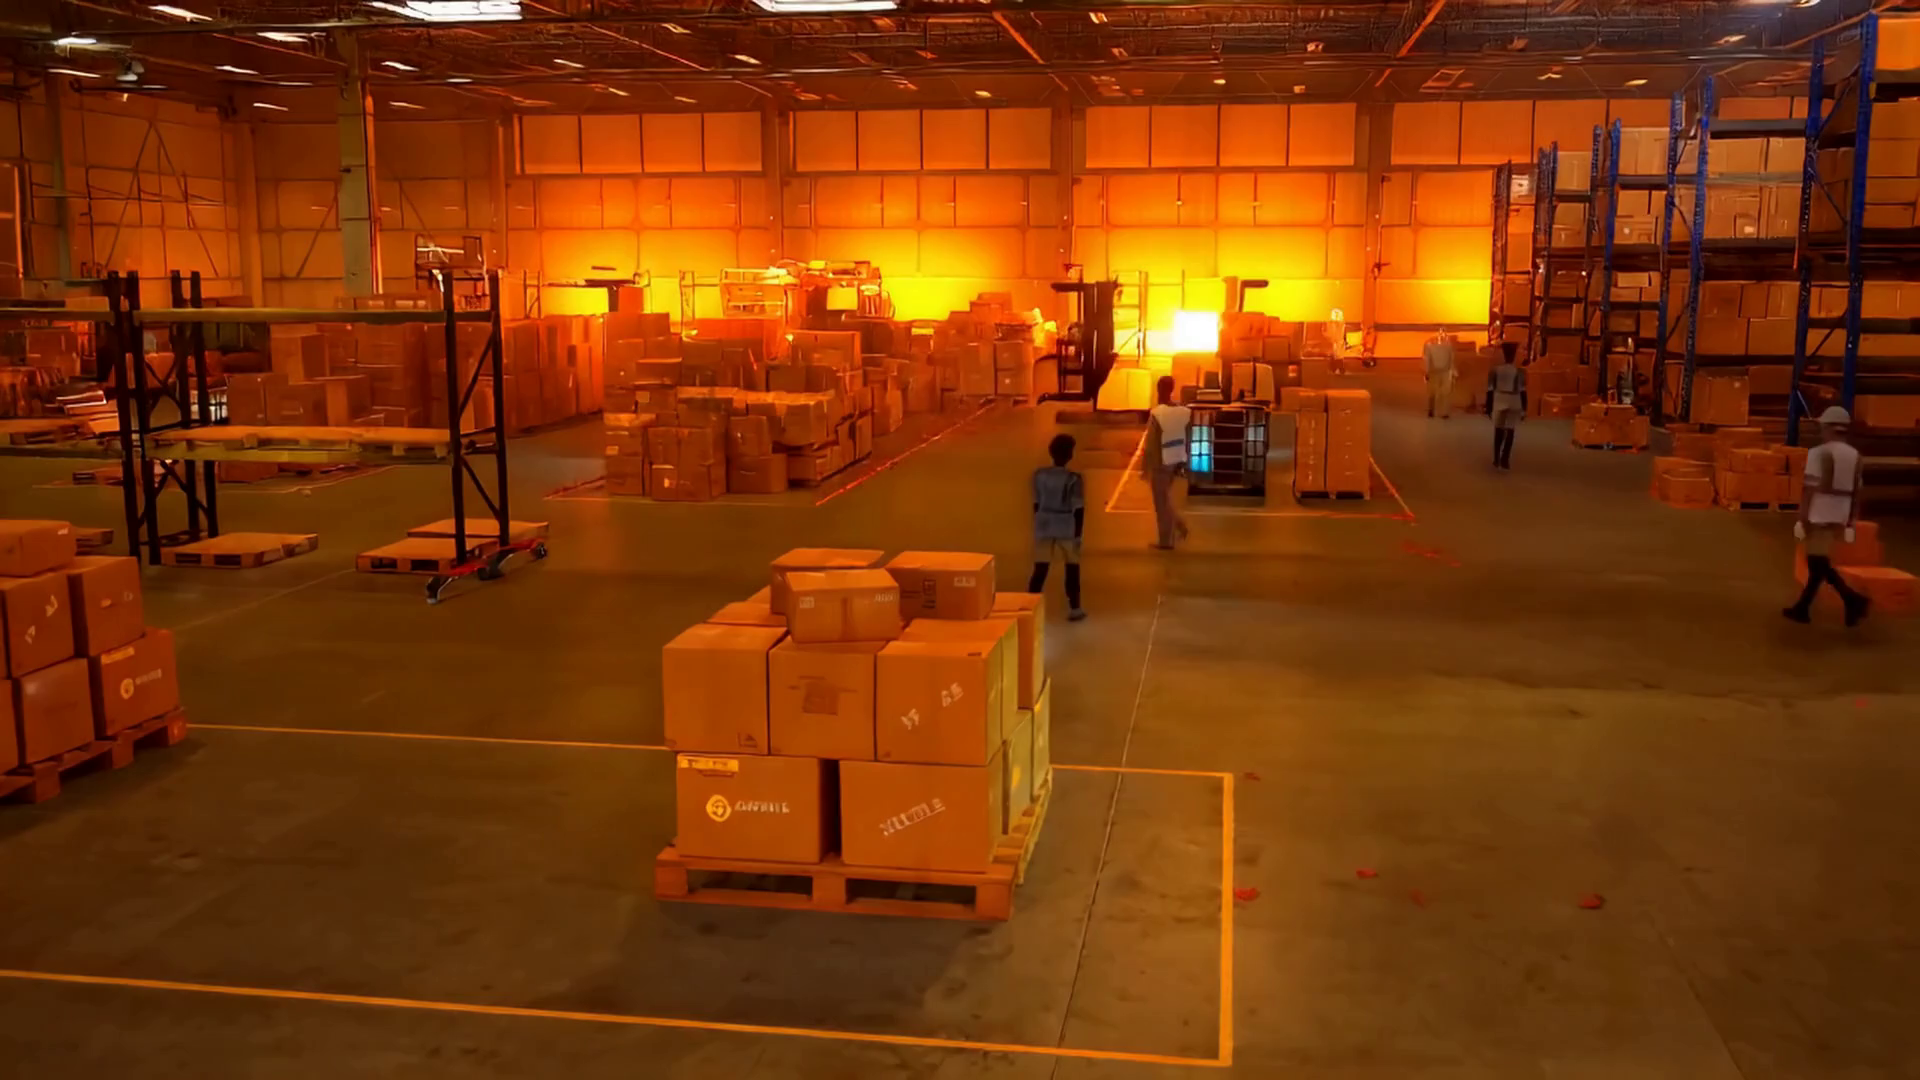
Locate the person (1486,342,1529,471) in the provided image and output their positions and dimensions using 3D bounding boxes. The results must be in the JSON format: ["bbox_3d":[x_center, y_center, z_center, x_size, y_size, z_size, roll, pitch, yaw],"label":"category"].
[{"bbox_3d":[8.374,-2.045,25.383,0.602,1.939,0.795,6,11,33],"label":"person"}]

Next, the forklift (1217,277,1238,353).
[{"bbox_3d":[7.861,-6.233,48.356,1.873,2.768,1.129,1,9,9],"label":"forklift"}]

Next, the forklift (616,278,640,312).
[{"bbox_3d":[-9.044,-5.765,45.468,1.873,2.768,1.129,1,9,9],"label":"forklift"}]

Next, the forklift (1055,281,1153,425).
[{"bbox_3d":[2.872,-3.709,32.791,1.873,2.768,1.129,1,9,9],"label":"forklift"}]

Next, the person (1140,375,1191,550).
[{"bbox_3d":[2.225,-0.829,18.039,0.449,1.907,0.595,9,13,44],"label":"person"}]

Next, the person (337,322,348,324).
[{"bbox_3d":[-18.722,-6.175,50.894,0.632,1.940,0.372,1,9,9],"label":"person"}]

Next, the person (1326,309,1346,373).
[{"bbox_3d":[11.101,-5.870,49.081,0.646,1.909,0.475,-3,10,-19],"label":"person"}]

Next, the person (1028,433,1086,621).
[{"bbox_3d":[0.813,-0.080,14.134,0.527,1.666,0.830,5,10,27],"label":"person"}]

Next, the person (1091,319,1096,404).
[{"bbox_3d":[3.058,-3.963,37.158,0.626,1.968,0.772,5,11,29],"label":"person"}]

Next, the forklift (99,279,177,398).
[{"bbox_3d":[-19.606,-4.720,39.027,1.873,2.768,1.129,1,9,9],"label":"forklift"}]

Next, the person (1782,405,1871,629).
[{"bbox_3d":[7.444,-0.183,14.115,0.607,1.892,0.807,-3,10,-18],"label":"person"}]

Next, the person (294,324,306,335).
[{"bbox_3d":[-13.967,-3.625,35.281,0.636,1.915,0.904,-1,9,-4],"label":"person"}]

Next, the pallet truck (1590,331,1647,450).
[{"bbox_3d":[11.253,-2.573,28.499,0.823,1.965,1.885,5,10,27],"label":"pallet truck"}]

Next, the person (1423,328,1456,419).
[{"bbox_3d":[9.874,-3.448,34.306,0.655,1.869,0.959,0,9,3],"label":"person"}]

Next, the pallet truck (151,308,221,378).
[{"bbox_3d":[-21.869,-5.598,47.154,0.823,1.965,1.885,4,10,26],"label":"pallet truck"}]
